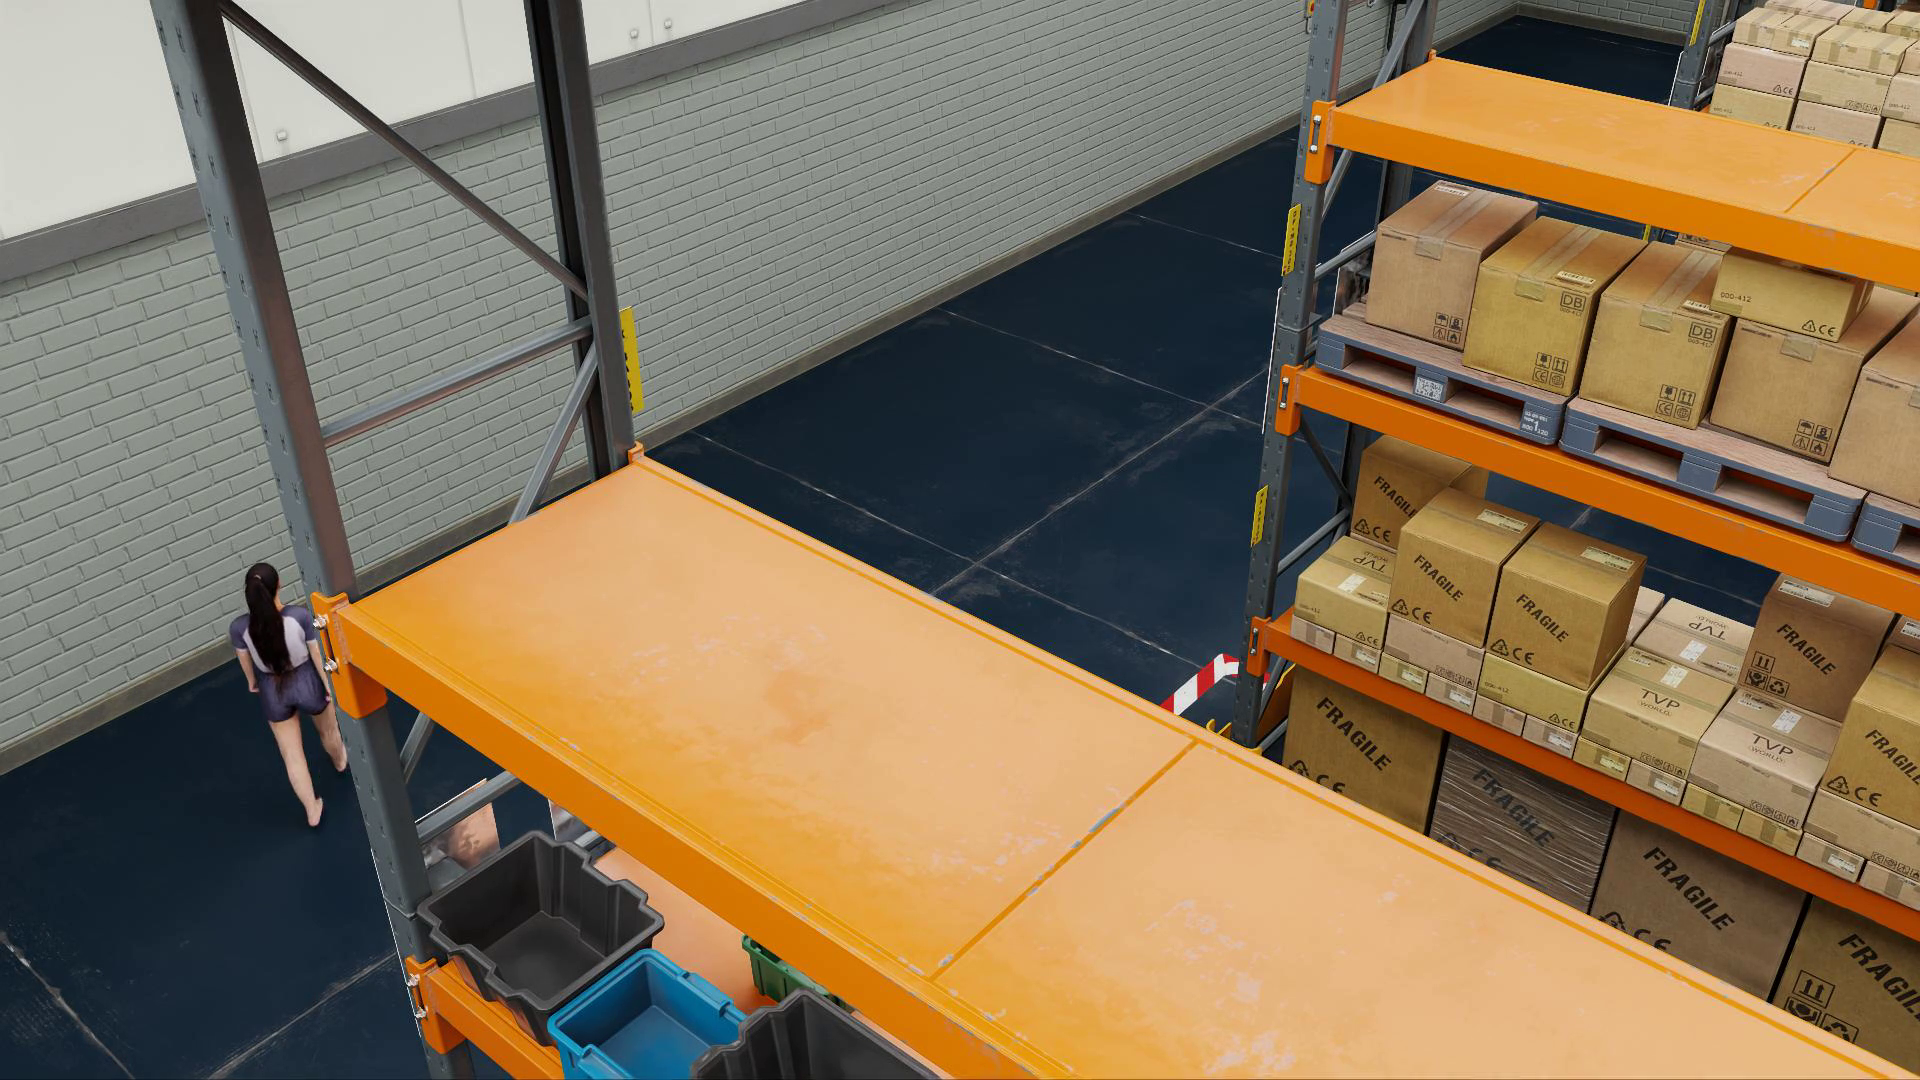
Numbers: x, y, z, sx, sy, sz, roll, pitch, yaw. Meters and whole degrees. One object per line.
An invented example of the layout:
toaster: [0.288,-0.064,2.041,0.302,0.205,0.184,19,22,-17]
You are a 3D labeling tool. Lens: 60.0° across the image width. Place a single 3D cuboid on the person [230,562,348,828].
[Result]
person: [-3.636,0.882,9.057,0.883,1.627,0.998,-9,34,-13]
